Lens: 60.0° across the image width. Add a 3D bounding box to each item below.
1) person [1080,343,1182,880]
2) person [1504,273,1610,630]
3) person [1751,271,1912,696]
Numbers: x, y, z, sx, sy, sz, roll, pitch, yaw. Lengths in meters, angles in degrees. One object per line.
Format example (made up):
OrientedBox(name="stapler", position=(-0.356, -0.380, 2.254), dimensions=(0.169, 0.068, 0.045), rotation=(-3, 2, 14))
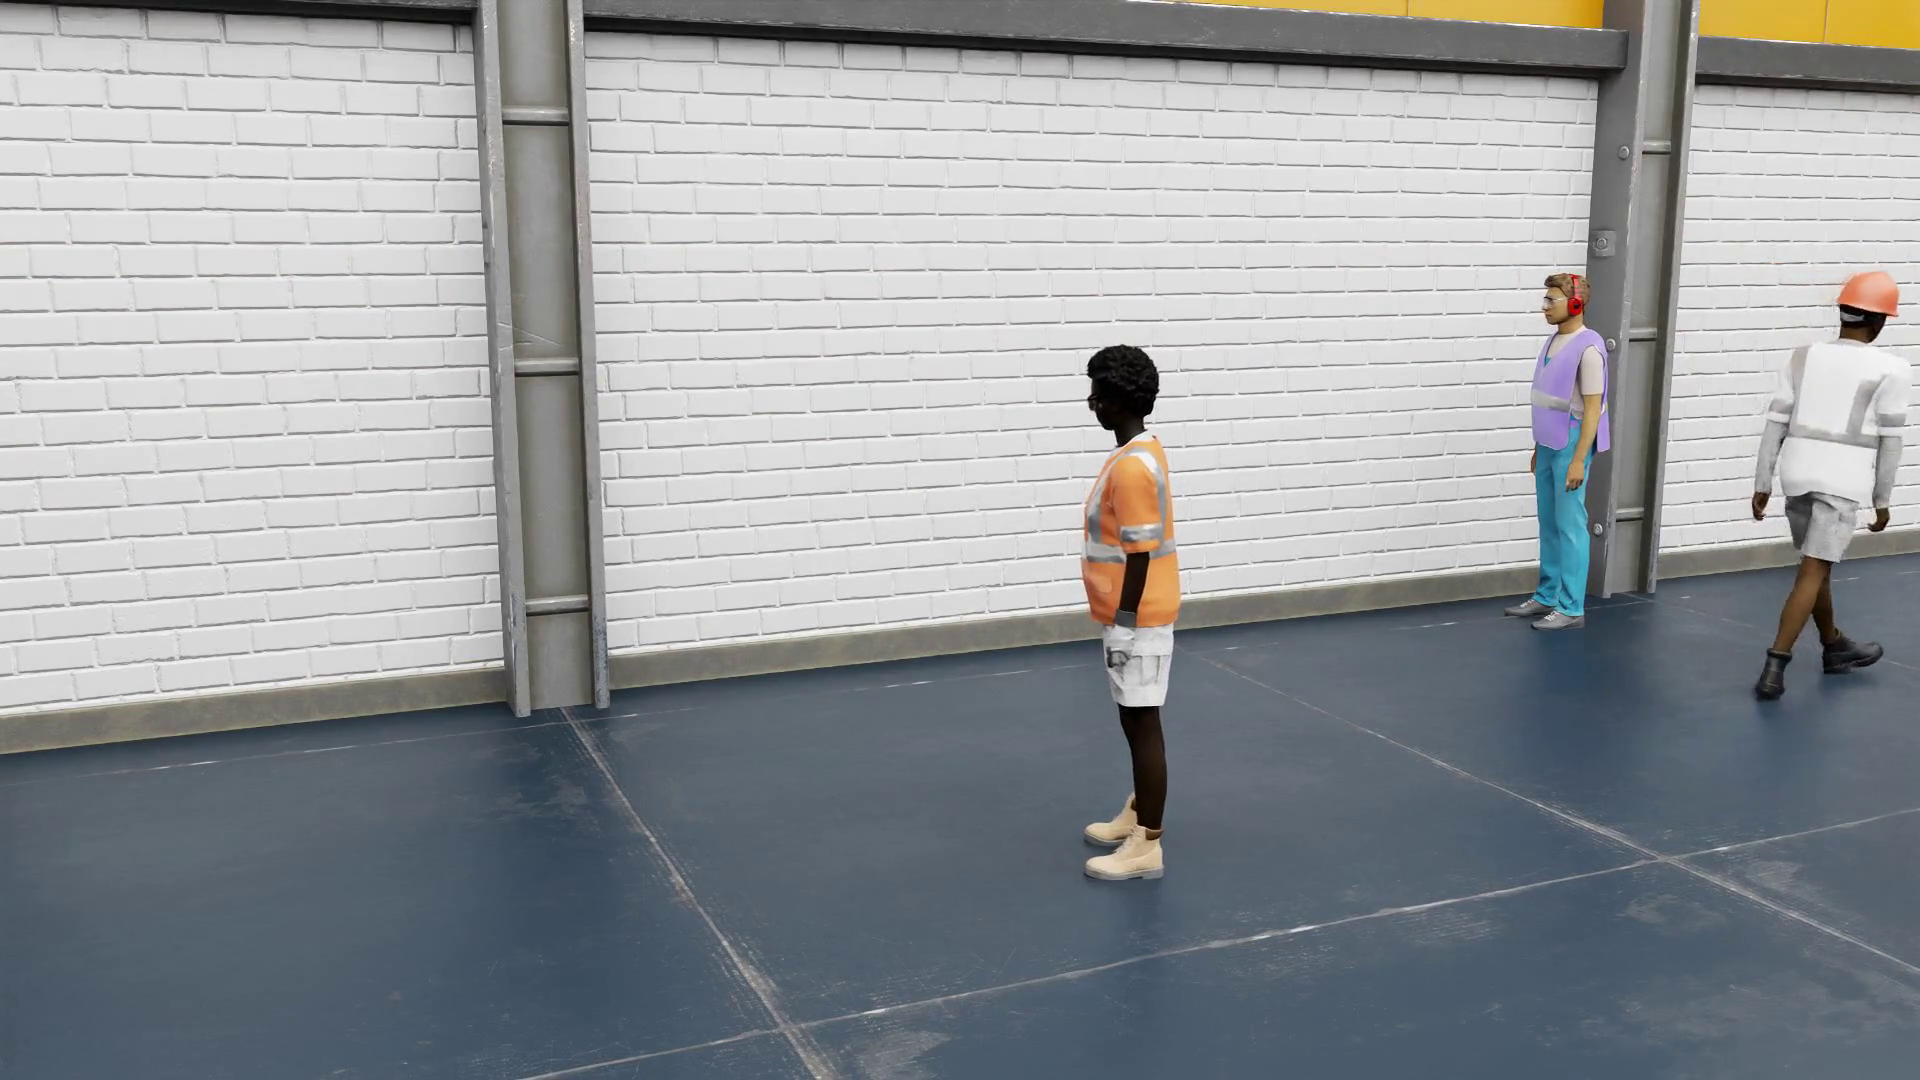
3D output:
OrientedBox(name="person", position=(0.541, 0.230, 5.282), dimensions=(0.321, 1.695, 0.536), rotation=(1, 10, 8))
OrientedBox(name="person", position=(3.147, -0.457, 8.654), dimensions=(0.387, 1.846, 0.566), rotation=(-1, 10, -4))
OrientedBox(name="person", position=(3.869, -0.250, 7.438), dimensions=(0.947, 1.885, 0.552), rotation=(-7, 12, -34))
